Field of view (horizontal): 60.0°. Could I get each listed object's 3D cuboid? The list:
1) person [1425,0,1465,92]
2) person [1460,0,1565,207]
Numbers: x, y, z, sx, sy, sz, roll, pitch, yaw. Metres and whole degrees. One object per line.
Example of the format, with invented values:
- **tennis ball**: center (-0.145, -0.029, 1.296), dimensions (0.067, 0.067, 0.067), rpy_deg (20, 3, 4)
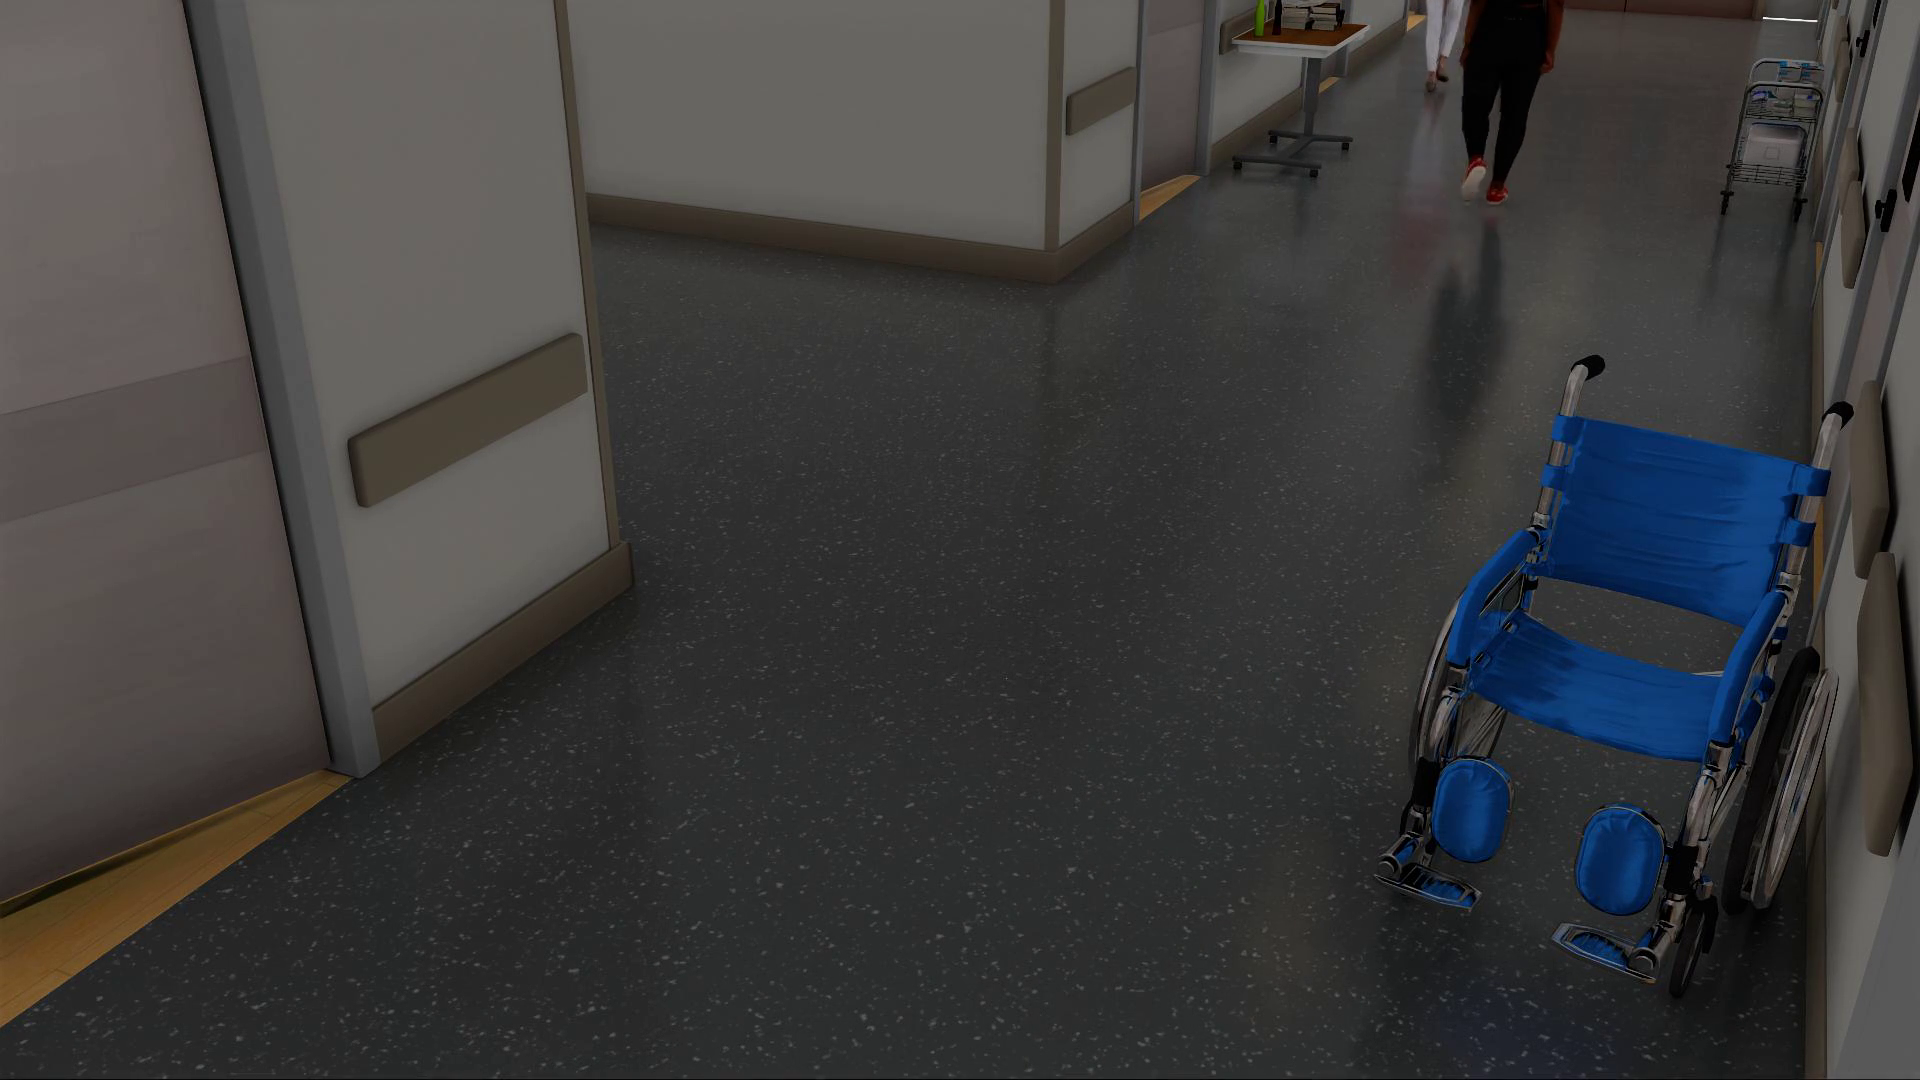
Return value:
- **person**: center (3.681, -4.252, 12.585), dimensions (0.623, 1.679, 0.660), rpy_deg (7, 27, 13)
- **person**: center (3.054, -2.734, 9.298), dimensions (0.717, 1.799, 0.921), rpy_deg (9, 27, 18)
